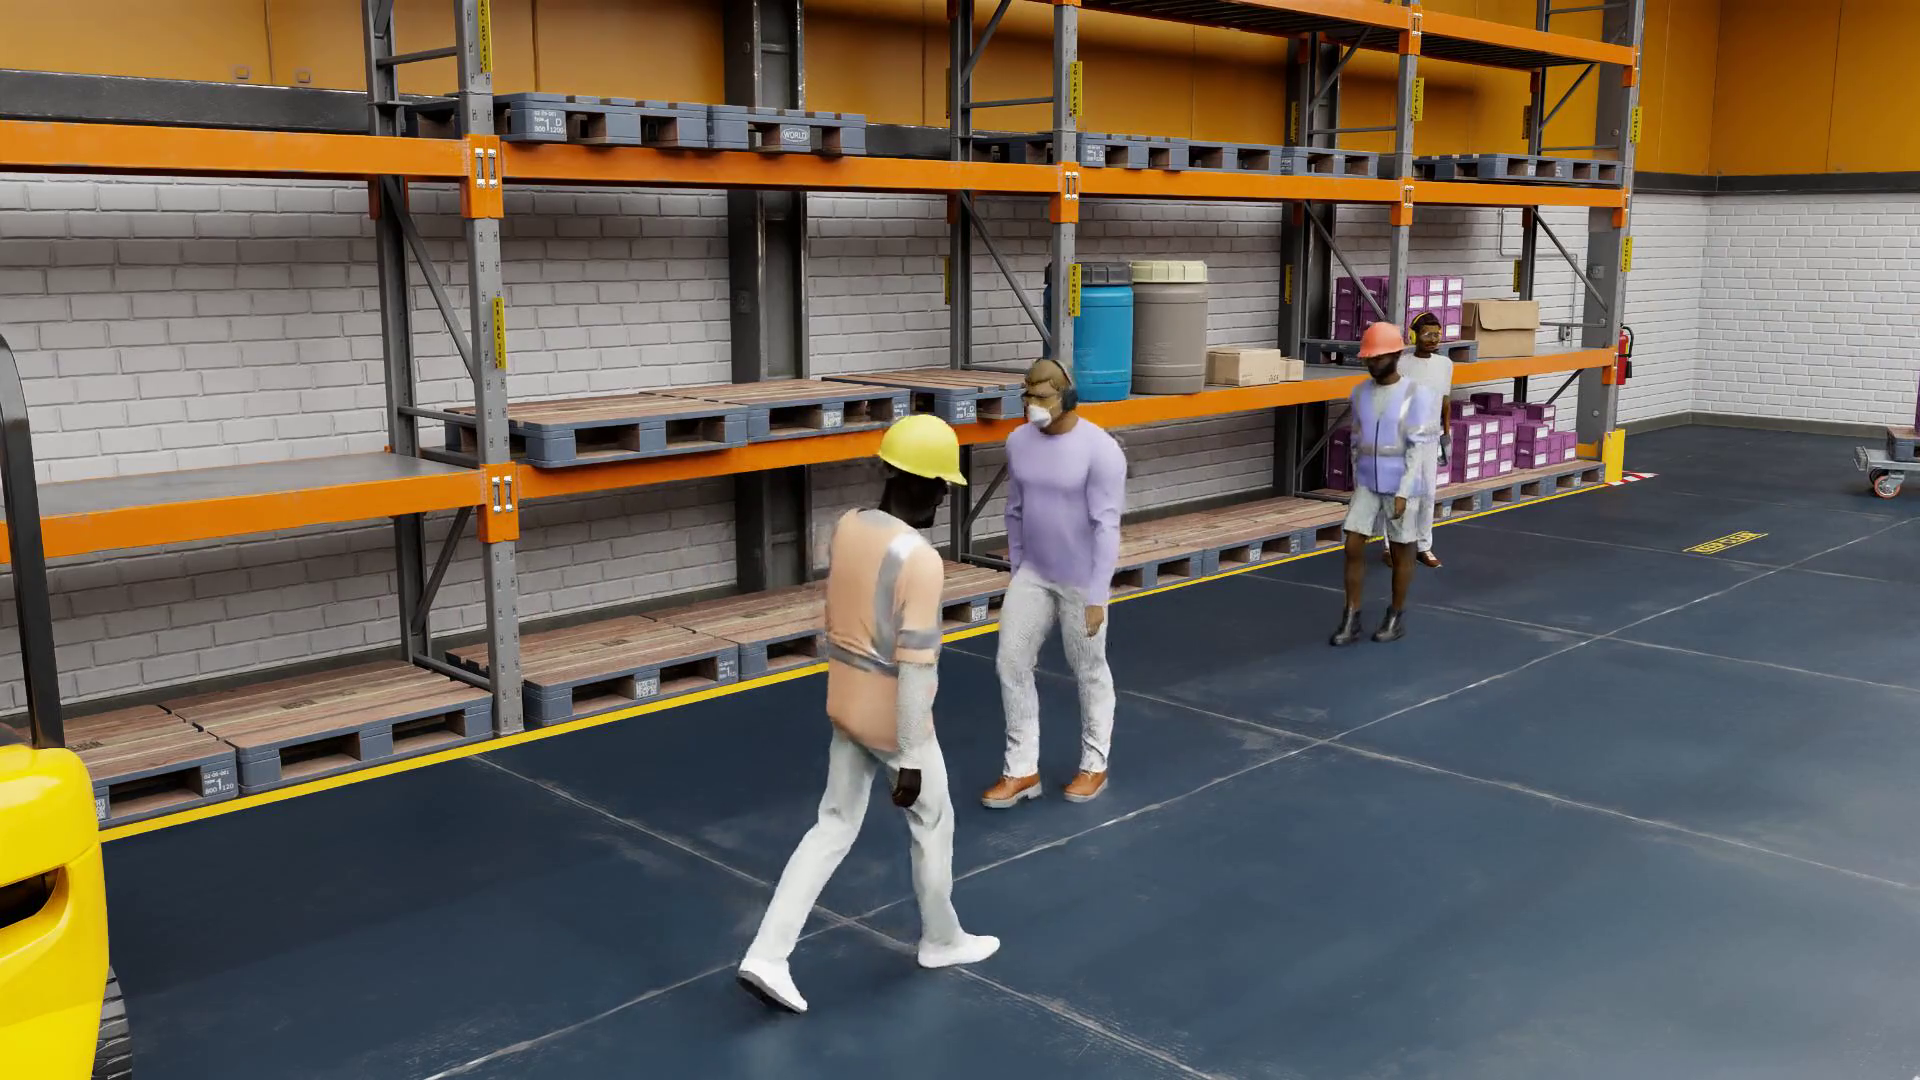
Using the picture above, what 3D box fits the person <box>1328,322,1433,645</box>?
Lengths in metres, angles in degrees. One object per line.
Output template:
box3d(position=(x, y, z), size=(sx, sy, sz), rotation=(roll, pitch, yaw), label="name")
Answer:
box3d(position=(2.437, -0.305, 9.686), size=(0.543, 1.905, 0.737), rotation=(9, 14, 41), label="person")

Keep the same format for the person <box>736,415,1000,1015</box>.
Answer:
box3d(position=(-0.290, 0.540, 5.170), size=(0.949, 1.869, 0.630), rotation=(-8, 13, -38), label="person")

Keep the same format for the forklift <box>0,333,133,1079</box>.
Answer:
box3d(position=(-3.289, 0.485, 4.582), size=(1.214, 2.155, 2.313), rotation=(-10, 14, -44), label="forklift")

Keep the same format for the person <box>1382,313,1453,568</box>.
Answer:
box3d(position=(3.318, -0.712, 12.037), size=(0.509, 1.860, 0.318), rotation=(-2, 11, -11), label="person")

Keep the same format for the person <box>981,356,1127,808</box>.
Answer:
box3d(position=(0.385, 0.196, 6.927), size=(0.662, 1.905, 0.767), rotation=(9, 14, 40), label="person")
